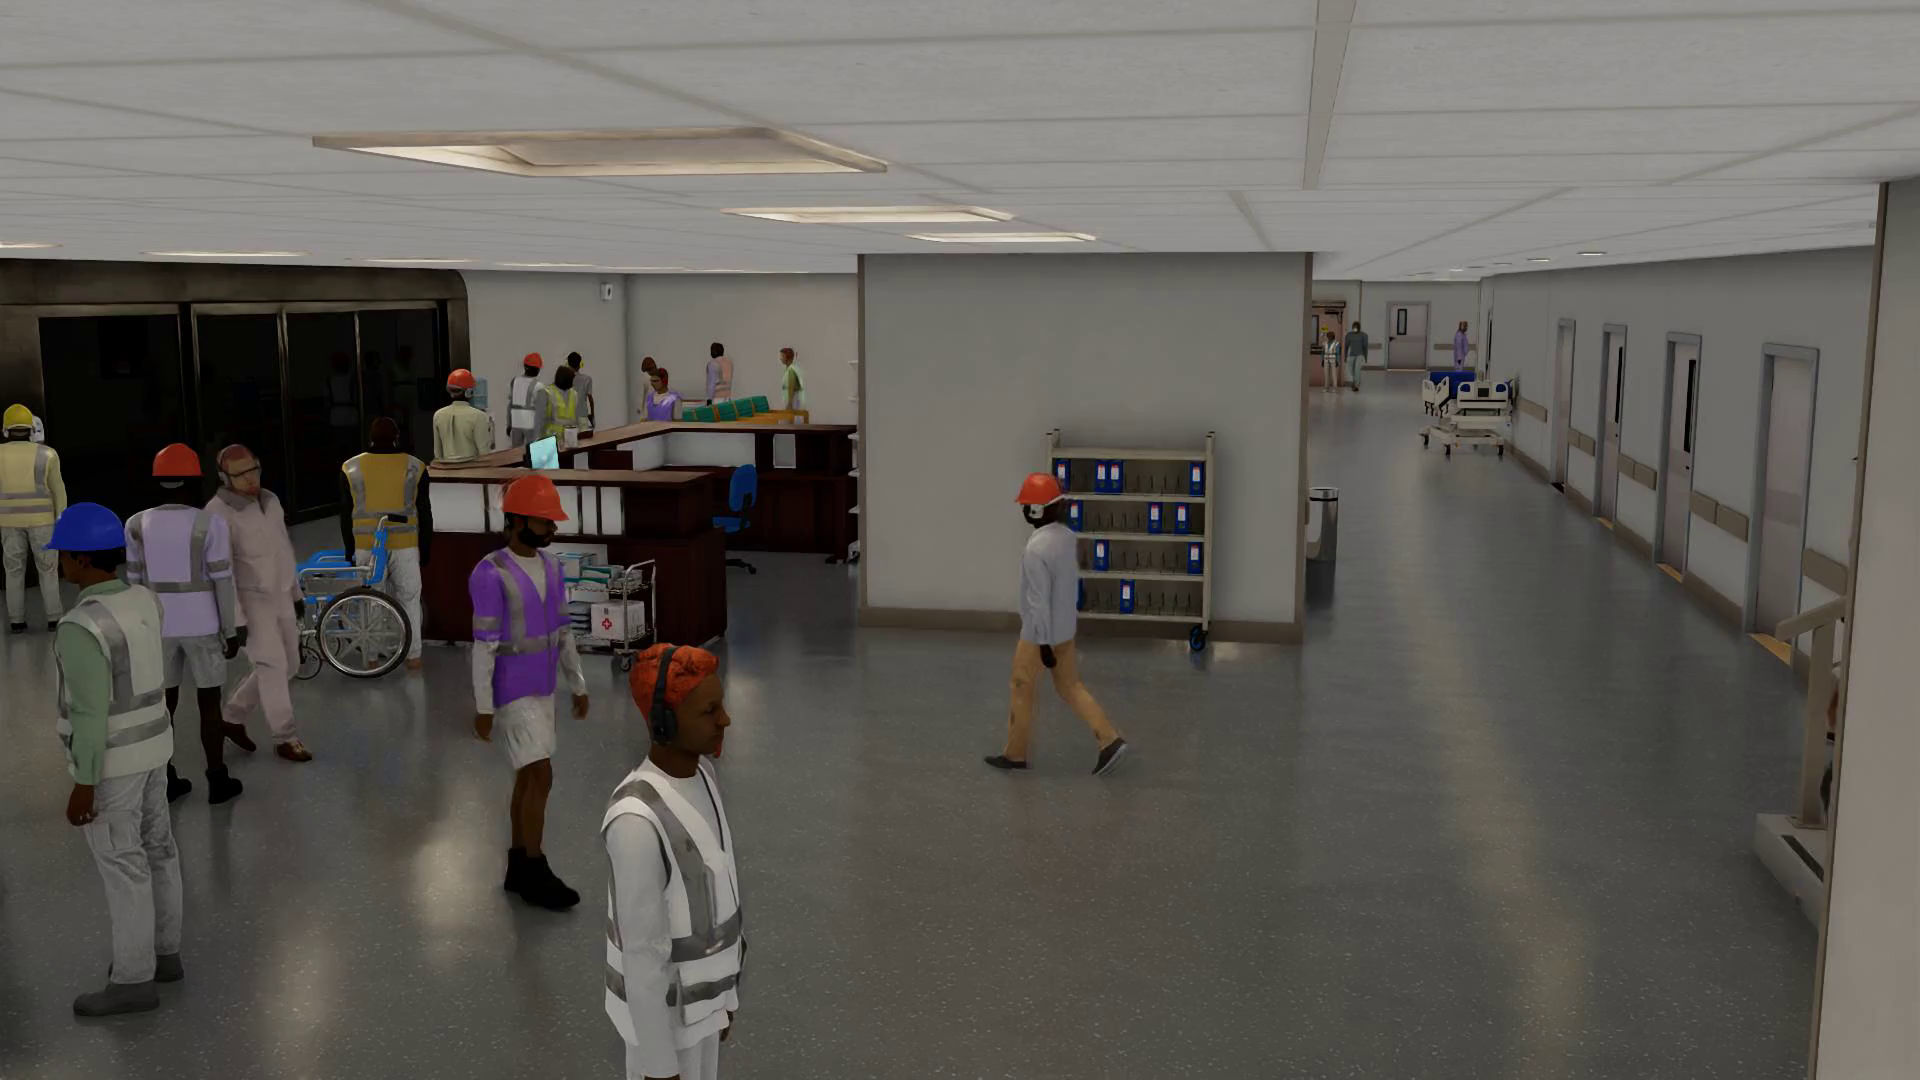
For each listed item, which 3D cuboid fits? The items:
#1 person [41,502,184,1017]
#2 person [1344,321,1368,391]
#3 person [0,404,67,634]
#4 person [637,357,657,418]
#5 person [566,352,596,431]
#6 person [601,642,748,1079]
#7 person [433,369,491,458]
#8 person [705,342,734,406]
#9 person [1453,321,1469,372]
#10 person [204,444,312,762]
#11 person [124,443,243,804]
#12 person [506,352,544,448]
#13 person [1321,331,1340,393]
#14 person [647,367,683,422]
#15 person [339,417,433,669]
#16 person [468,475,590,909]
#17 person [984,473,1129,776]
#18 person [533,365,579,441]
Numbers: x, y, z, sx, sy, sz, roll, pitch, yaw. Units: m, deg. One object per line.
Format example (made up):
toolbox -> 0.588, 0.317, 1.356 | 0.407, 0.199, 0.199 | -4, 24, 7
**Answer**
person -> -3.213, 0.824, 6.317 | 0.400, 1.949, 0.605 | 0, 9, -1
person -> 10.753, -4.977, 44.978 | 0.647, 1.906, 0.769 | 5, 10, 30
person -> -7.427, -0.165, 13.253 | 0.594, 1.837, 0.404 | -2, 9, -15
person -> -5.103, -2.203, 27.450 | 0.498, 1.632, 0.285 | -8, 12, -44
person -> -5.413, -1.717, 23.458 | 0.537, 1.866, 0.314 | -2, 9, -11
person -> -0.693, 1.184, 4.148 | 0.355, 1.883, 0.575 | 1, 9, 4
person -> -4.659, -0.611, 15.678 | 0.608, 1.997, 0.374 | 3, 9, 20
person -> -4.123, -2.448, 28.387 | 0.429, 1.841, 0.633 | 4, 10, 26
person -> 13.415, -4.901, 44.504 | 0.398, 1.900, 0.634 | 3, 9, 21
person -> -4.084, 0.367, 9.637 | 0.622, 1.867, 0.704 | 1, 9, 9
person -> -4.134, 0.449, 8.881 | 0.549, 1.929, 0.384 | 0, 9, 0
person -> -5.836, -1.543, 22.188 | 0.585, 1.910, 0.686 | 4, 10, 26
person -> 9.837, -4.719, 44.154 | 0.518, 1.631, 0.319 | 7, 11, 40
person -> -3.460, -1.104, 19.479 | 0.563, 1.837, 0.389 | 7, 11, 39
person -> -4.108, 0.036, 11.942 | 0.625, 1.838, 0.430 | -3, 9, -19
person -> -1.830, 0.670, 7.402 | 0.602, 1.922, 0.580 | 3, 9, 20
person -> 0.550, 0.479, 9.364 | 0.782, 1.724, 0.557 | 5, 10, 31
person -> -5.076, -1.276, 20.738 | 0.691, 1.806, 0.699 | 6, 11, 37
